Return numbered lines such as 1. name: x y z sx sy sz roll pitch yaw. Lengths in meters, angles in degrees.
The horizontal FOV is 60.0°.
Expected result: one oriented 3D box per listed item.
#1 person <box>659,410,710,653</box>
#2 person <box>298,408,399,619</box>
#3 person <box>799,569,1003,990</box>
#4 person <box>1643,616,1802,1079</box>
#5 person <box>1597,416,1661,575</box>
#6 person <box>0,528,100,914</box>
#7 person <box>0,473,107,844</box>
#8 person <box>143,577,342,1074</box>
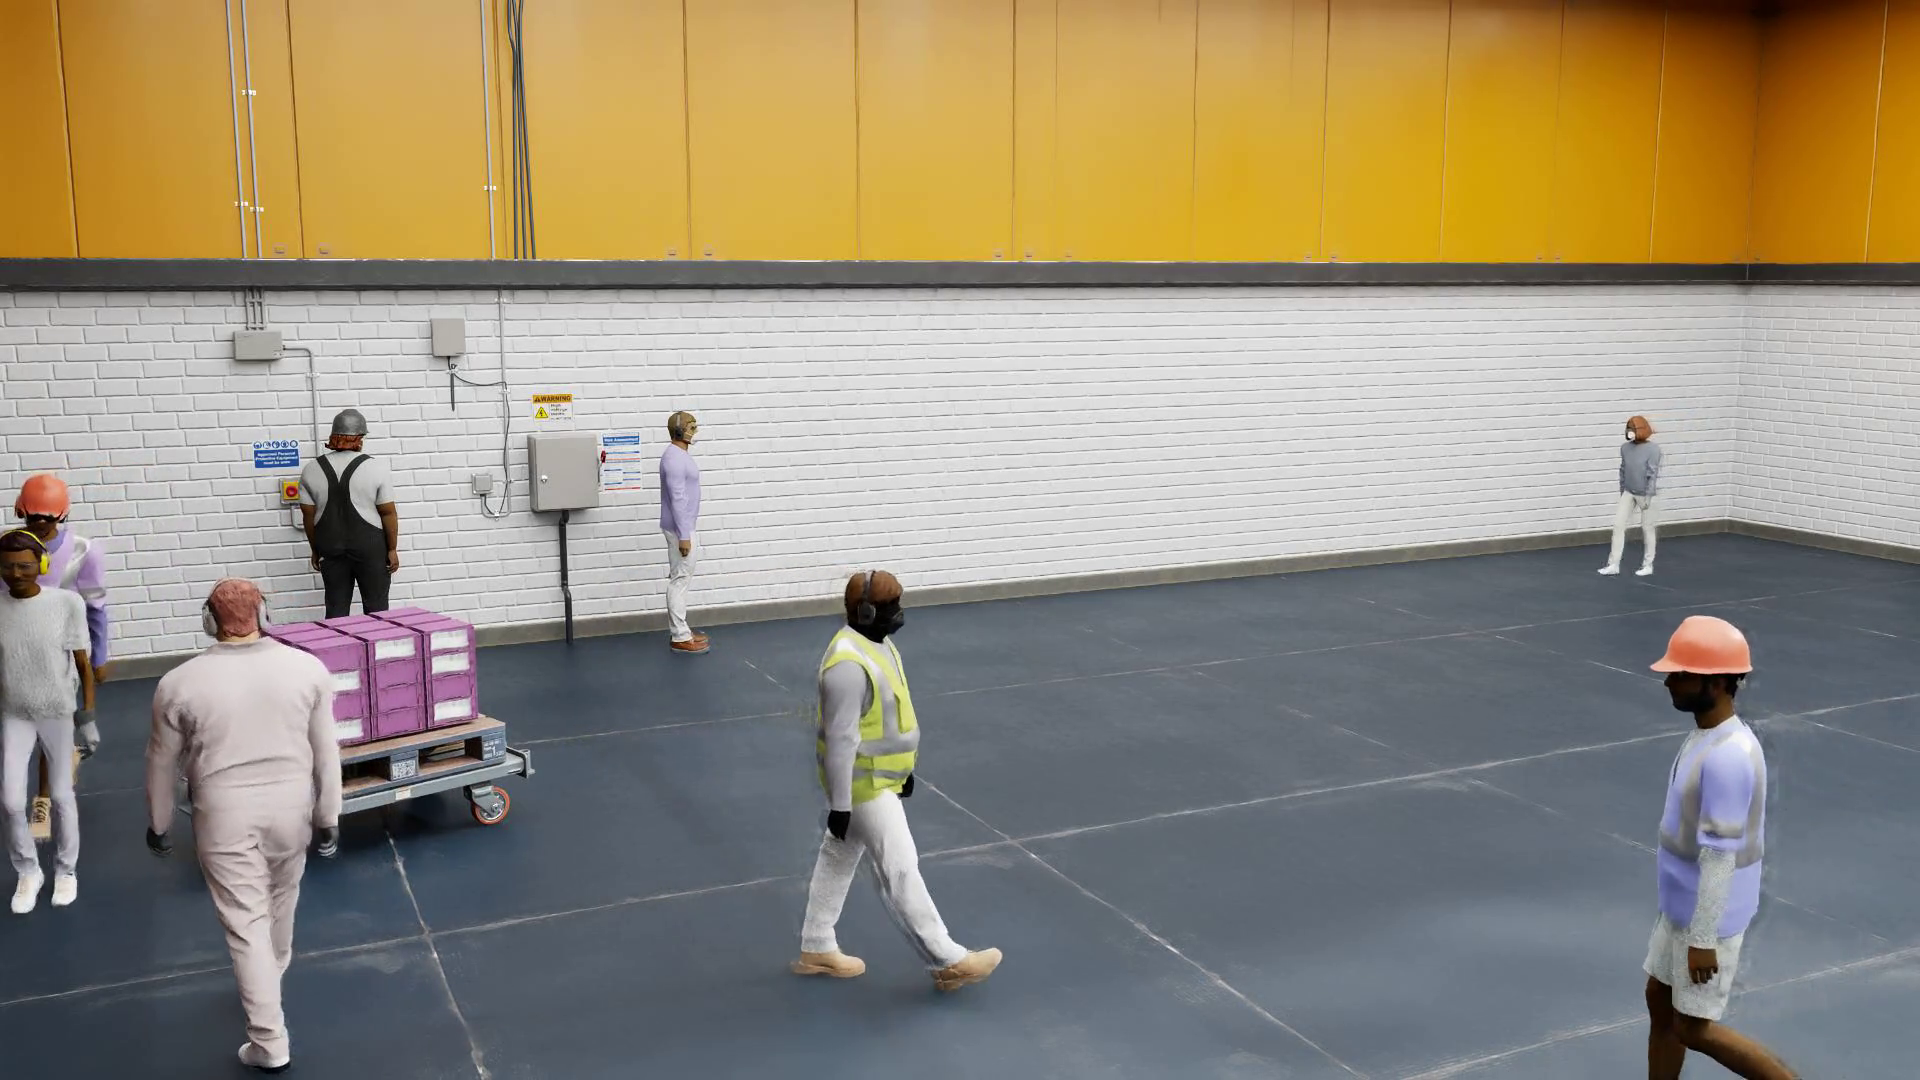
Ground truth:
1. person: -2.214 -0.068 13.311 0.372 1.940 0.631 -1 9 -9
2. person: -4.484 0.035 12.350 0.688 2.000 0.536 0 9 1
3. person: -0.282 1.014 7.021 0.927 1.794 0.654 1 9 6
4. person: 2.530 1.201 5.504 0.742 1.921 0.560 3 10 16
5. person: 6.687 -0.426 16.539 0.725 1.602 0.520 -5 11 -30
6. person: -4.370 0.856 7.876 0.532 1.849 0.520 -4 10 -22
7. person: -4.993 0.589 9.103 0.694 1.984 0.915 -2 9 -10
8. person: -2.811 1.068 6.518 0.672 1.848 0.993 -6 11 -34
